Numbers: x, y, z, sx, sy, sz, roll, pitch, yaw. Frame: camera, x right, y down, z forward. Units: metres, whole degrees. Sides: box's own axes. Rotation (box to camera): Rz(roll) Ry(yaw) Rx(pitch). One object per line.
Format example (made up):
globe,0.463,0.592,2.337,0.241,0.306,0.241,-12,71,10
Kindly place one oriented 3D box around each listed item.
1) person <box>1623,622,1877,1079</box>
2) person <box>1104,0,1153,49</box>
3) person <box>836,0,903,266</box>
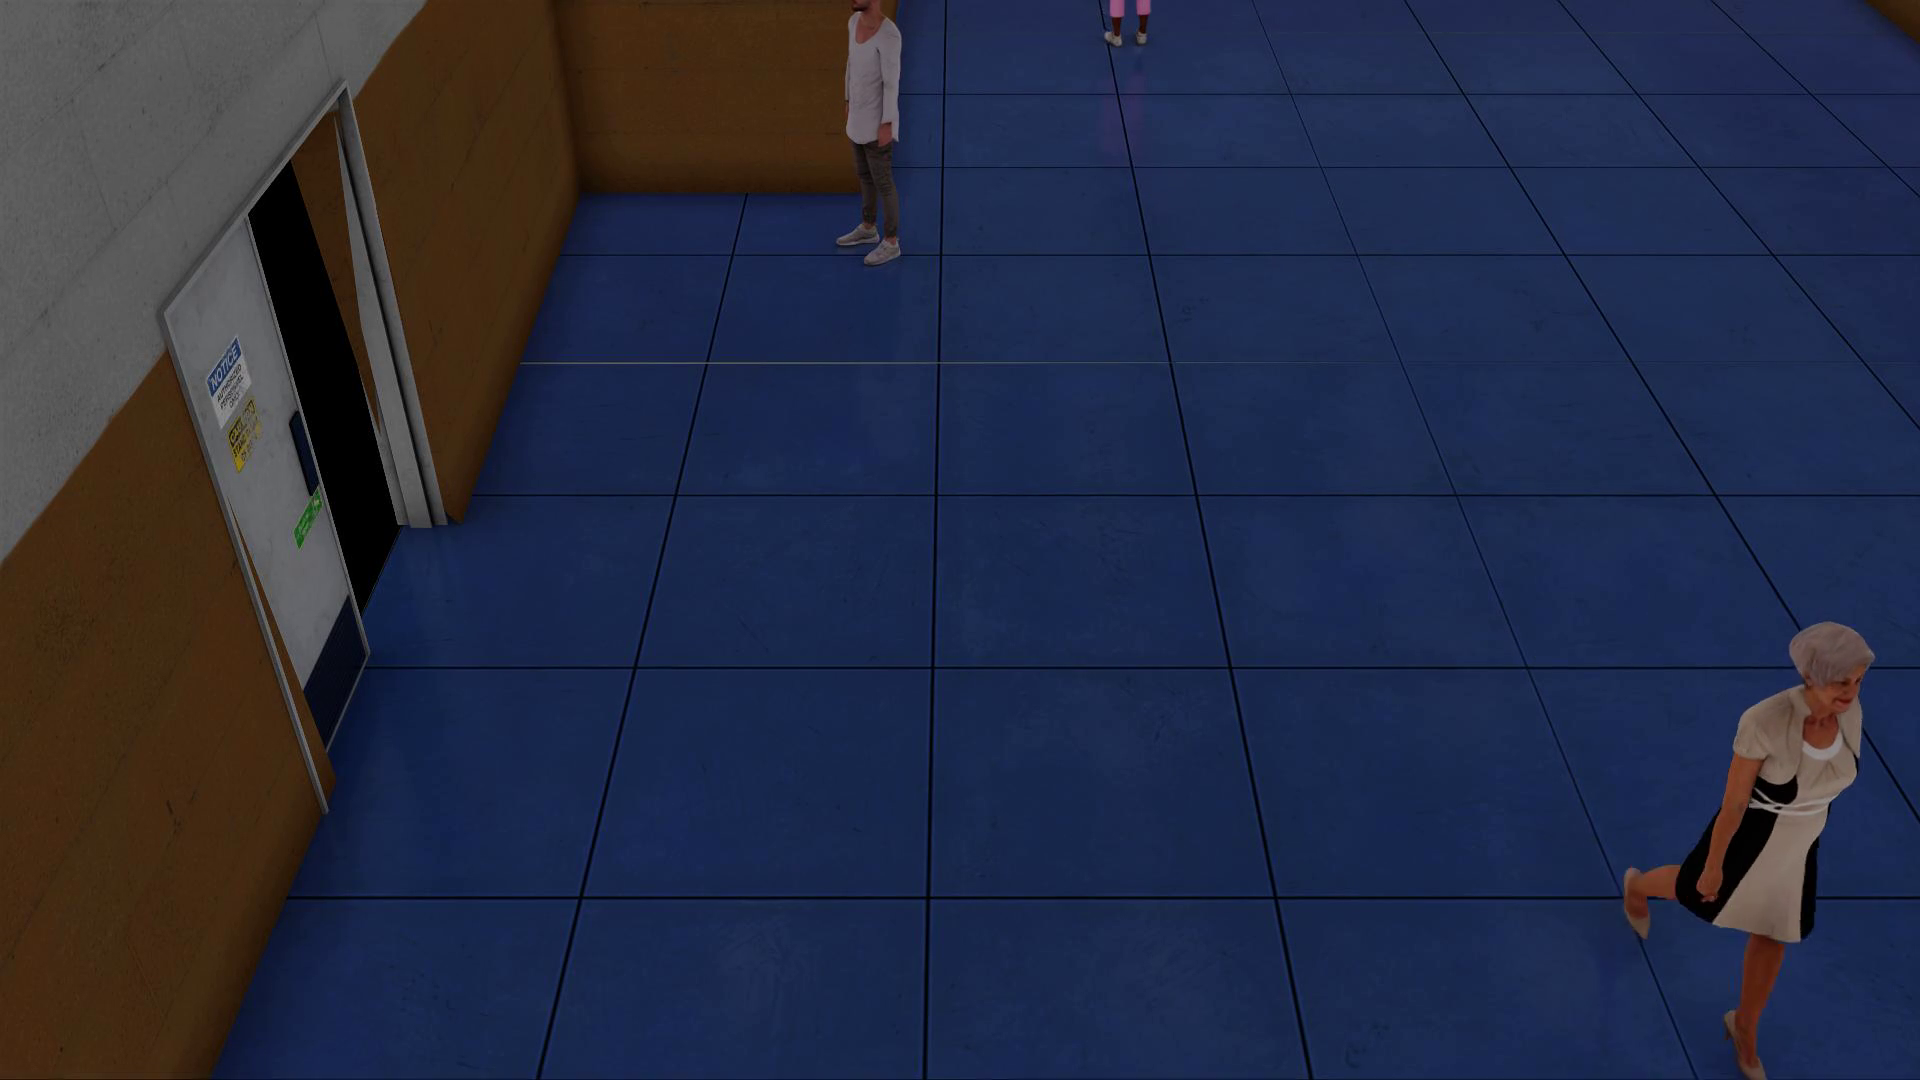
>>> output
person,2.574,0.939,5.529,1.094,1.717,0.878,-9,38,-12
person,1.354,-4.791,13.144,0.518,1.741,0.687,-8,38,-10
person,-0.537,-2.599,10.141,0.768,1.841,0.755,-22,42,-26
